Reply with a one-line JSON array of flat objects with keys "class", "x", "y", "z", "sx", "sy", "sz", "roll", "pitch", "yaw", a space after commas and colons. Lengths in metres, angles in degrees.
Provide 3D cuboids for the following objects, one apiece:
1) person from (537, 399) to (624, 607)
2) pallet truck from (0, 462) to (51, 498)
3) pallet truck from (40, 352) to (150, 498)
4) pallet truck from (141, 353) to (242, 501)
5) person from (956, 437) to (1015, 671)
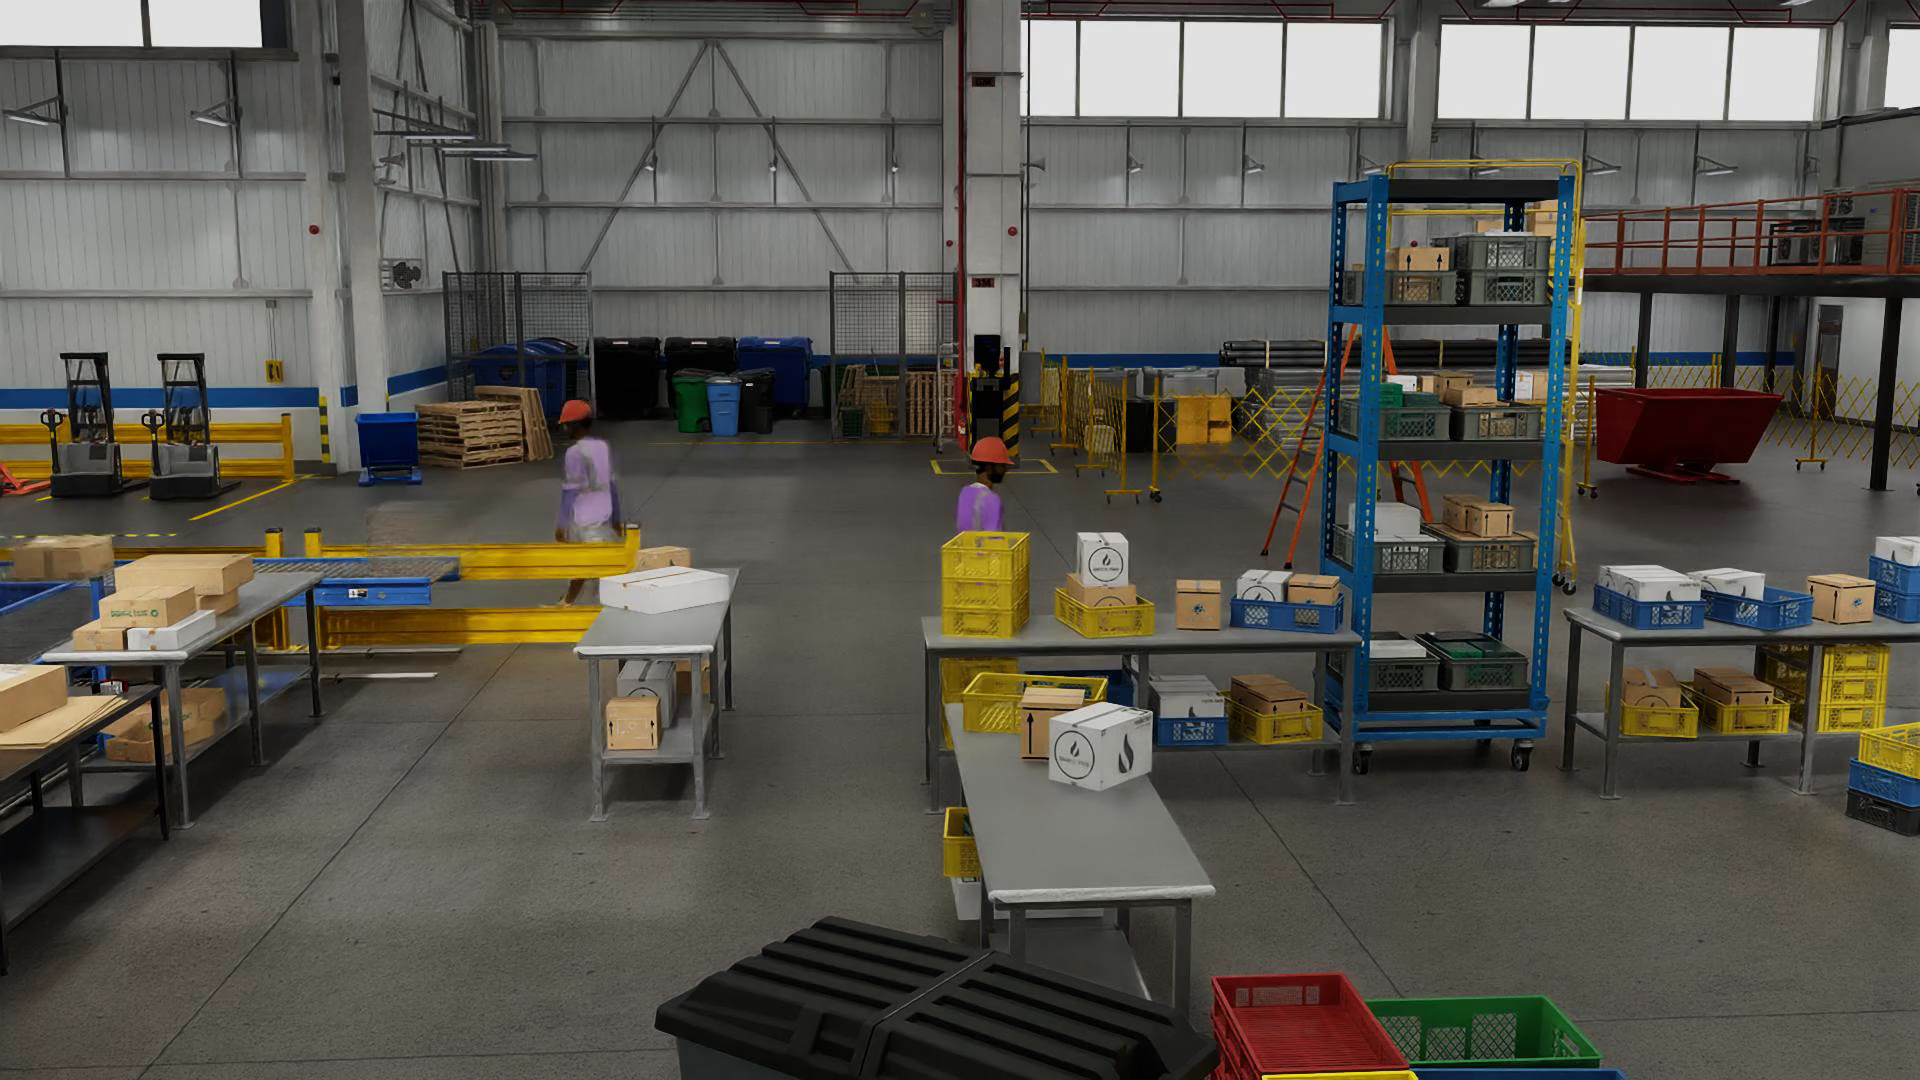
[{"class": "person", "x": -3.188, "y": -0.204, "z": 14.196, "sx": 1.050, "sy": 1.985, "sz": 0.609, "roll": 2, "pitch": 9, "yaw": 14}, {"class": "pallet truck", "x": -13.193, "y": -1.293, "z": 23.148, "sx": 0.653, "sy": 1.274, "sz": 1.630, "roll": -1, "pitch": 9, "yaw": -4}, {"class": "pallet truck", "x": -11.907, "y": -1.642, "z": 23.165, "sx": 0.823, "sy": 1.965, "sz": 1.885, "roll": 0, "pitch": 9, "yaw": 0}, {"class": "pallet truck", "x": -10.520, "y": -1.604, "z": 22.925, "sx": 0.823, "sy": 1.965, "sz": 1.885, "roll": -1, "pitch": 9, "yaw": -6}, {"class": "person", "x": 0.181, "y": 0.252, "z": 11.461, "sx": 0.373, "sy": 1.933, "sz": 0.549, "roll": -4, "pitch": 10, "yaw": -23}]
